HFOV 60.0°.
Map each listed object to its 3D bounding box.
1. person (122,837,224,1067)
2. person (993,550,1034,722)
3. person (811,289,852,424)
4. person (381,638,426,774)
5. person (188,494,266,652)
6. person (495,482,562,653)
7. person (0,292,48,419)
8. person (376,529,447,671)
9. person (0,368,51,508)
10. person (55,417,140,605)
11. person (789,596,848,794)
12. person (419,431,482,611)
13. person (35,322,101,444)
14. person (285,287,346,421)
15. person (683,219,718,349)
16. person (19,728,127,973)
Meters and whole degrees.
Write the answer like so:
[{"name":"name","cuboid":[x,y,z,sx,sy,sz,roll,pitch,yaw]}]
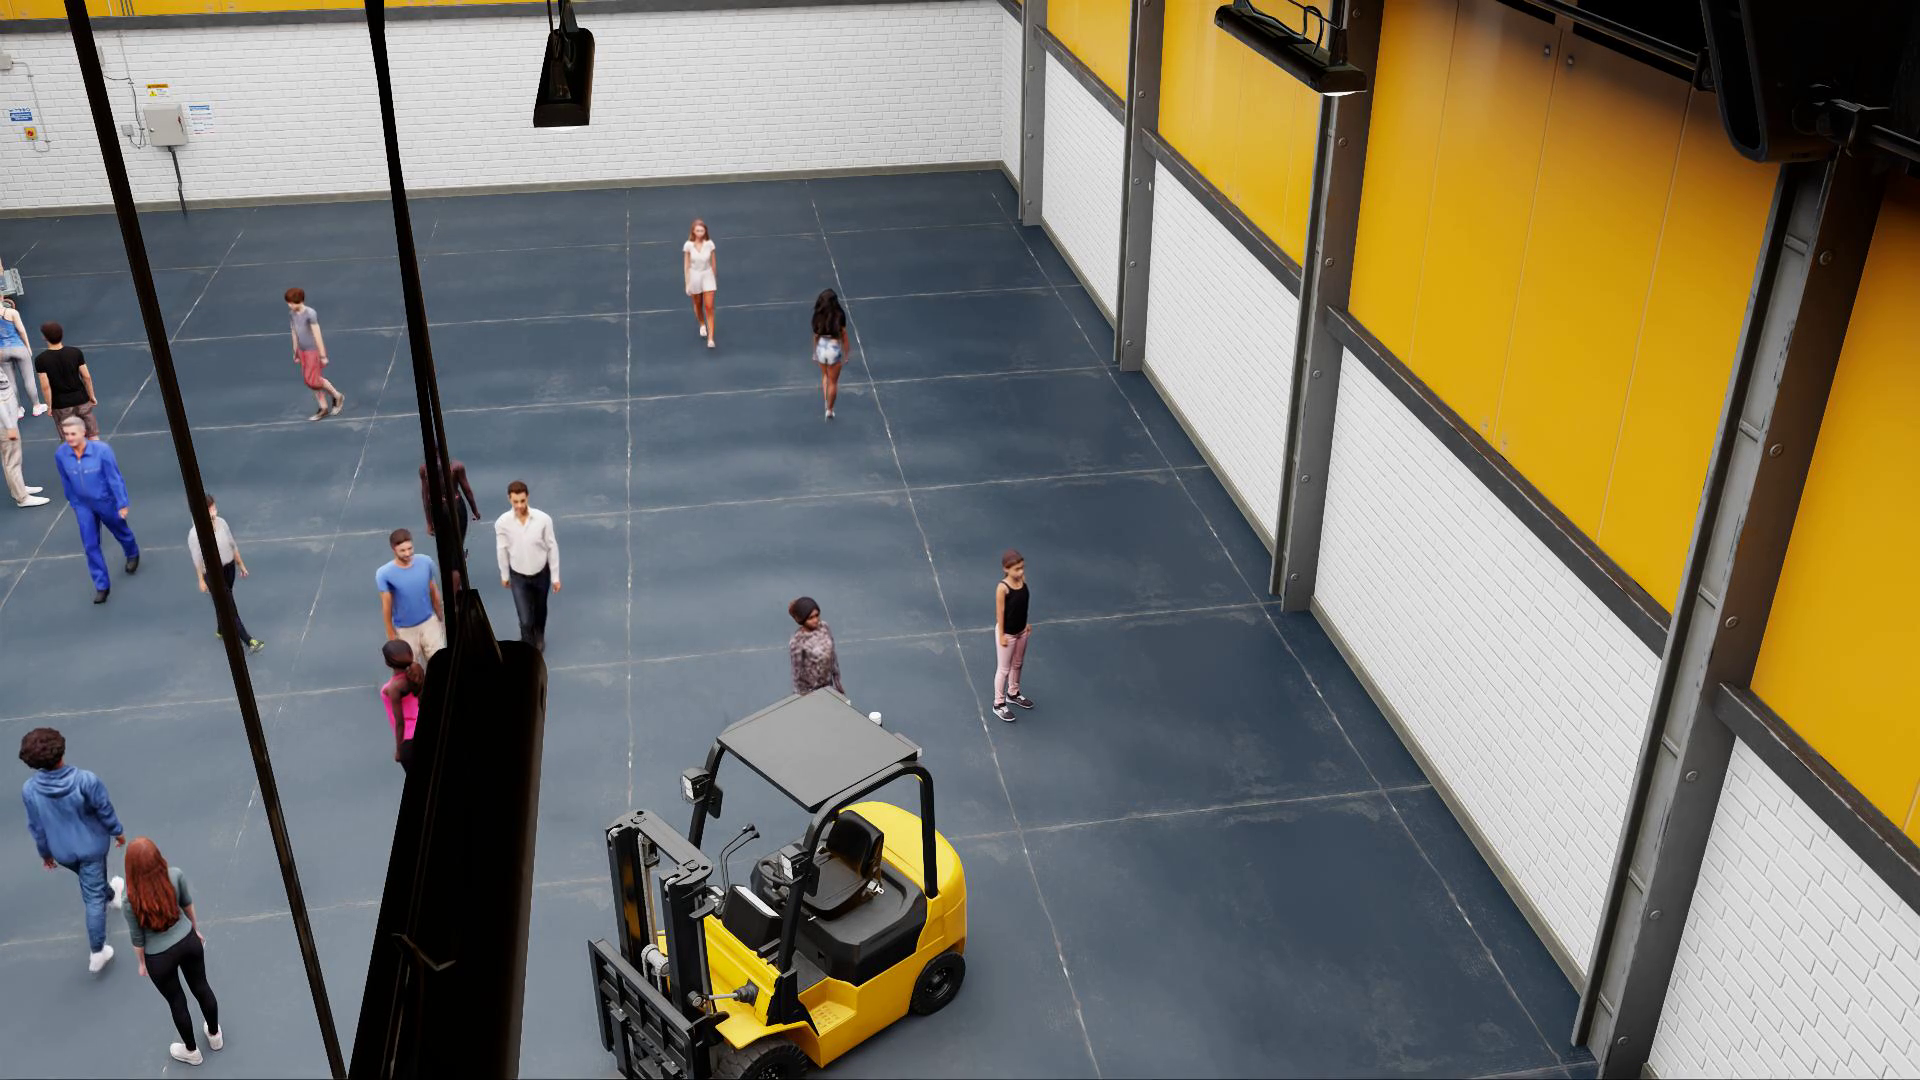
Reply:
[{"name":"person","cuboid":[-5.010,2.610,10.571,0.719,1.743,0.668,21,35,33]},{"name":"person","cuboid":[0.443,0.776,14.120,0.663,1.564,0.619,23,36,35]},{"name":"person","cuboid":[-1.550,-2.110,19.360,0.719,1.613,0.769,11,30,19]},{"name":"person","cuboid":[-4.152,1.490,12.644,0.696,1.724,0.595,6,29,10]},{"name":"person","cuboid":[-6.781,0.273,15.083,0.942,1.524,0.963,12,31,21]},{"name":"person","cuboid":[-3.806,0.292,14.735,0.807,1.825,1.241,-10,30,-17]},{"name":"person","cuboid":[-11.157,-2.219,19.563,0.577,1.610,0.571,-8,30,-14]},{"name":"person","cuboid":[-4.627,0.672,14.019,0.870,1.844,0.972,-24,37,-37]},{"name":"person","cuboid":[-10.099,-1.255,17.532,0.825,1.862,0.674,-18,34,-30]},{"name":"person","cuboid":[-8.264,-0.378,16.003,0.741,1.787,1.139,-4,29,-8]},{"name":"person","cuboid":[-1.195,1.175,13.255,1.120,1.693,1.005,23,36,35]},{"name":"person","cuboid":[-4.829,-0.152,15.661,0.741,1.718,1.175,0,29,0]},{"name":"person","cuboid":[-9.600,-1.481,17.945,0.764,1.863,0.778,-24,37,-37]},{"name":"person","cuboid":[-7.549,-2.222,19.535,0.786,1.641,0.846,18,33,30]},{"name":"person","cuboid":[-3.374,-3.360,21.619,0.583,1.644,1.108,-4,29,-7]},{"name":"person","cuboid":[-6.059,2.148,11.407,0.695,1.753,1.178,-5,29,-9]}]
